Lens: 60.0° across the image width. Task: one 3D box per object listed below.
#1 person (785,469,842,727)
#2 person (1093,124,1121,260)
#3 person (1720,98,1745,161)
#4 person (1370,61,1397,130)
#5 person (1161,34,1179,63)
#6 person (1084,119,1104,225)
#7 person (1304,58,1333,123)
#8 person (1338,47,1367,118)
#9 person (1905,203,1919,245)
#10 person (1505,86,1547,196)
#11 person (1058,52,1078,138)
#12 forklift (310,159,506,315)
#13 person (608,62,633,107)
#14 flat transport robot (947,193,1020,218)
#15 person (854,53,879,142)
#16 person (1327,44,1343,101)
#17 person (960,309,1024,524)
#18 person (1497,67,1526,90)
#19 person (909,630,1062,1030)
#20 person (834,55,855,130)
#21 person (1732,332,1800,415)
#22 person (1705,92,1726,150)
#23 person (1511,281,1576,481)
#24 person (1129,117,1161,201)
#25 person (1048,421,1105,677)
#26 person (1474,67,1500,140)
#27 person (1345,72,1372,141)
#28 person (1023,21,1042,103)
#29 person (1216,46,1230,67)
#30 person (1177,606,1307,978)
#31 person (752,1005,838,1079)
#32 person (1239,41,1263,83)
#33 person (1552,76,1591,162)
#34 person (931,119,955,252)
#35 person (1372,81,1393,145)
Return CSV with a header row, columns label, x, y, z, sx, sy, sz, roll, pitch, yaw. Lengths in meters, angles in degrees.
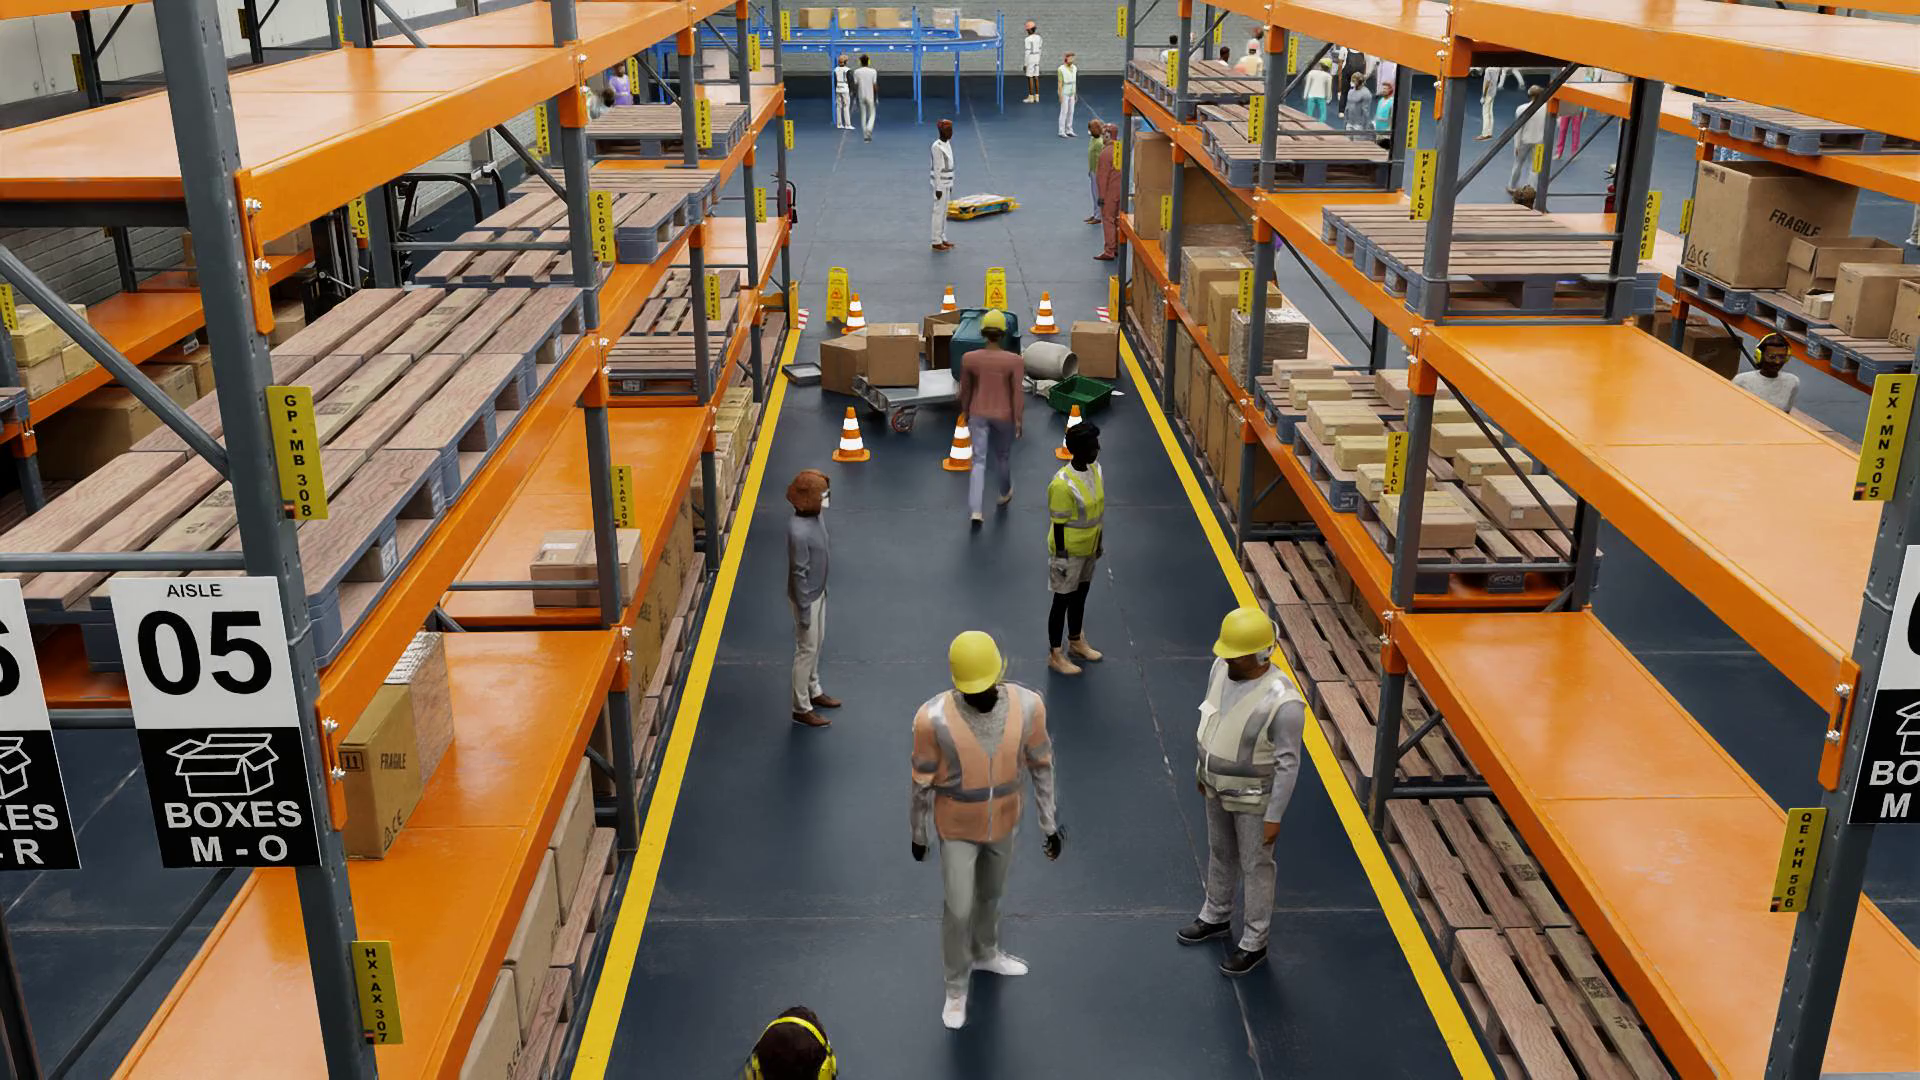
label,x,y,z,sx,sy,sz,roll,pitch,yaw
person,-0.897,0.342,10.032,0.287,1.623,0.507,3,21,7
person,2.122,-4.945,23.634,0.395,1.898,0.638,12,24,28
person,15.286,-8.363,32.651,0.391,1.911,0.584,-15,25,-34
person,9.449,-9.970,36.924,0.868,1.893,0.602,-15,26,-35
person,5.086,-11.109,39.859,0.609,1.935,0.720,1,21,3
person,2.140,-5.822,26.323,0.288,1.629,0.501,-3,21,-8
person,7.765,-9.593,36.170,0.636,1.719,0.318,6,22,16
person,9.418,-11.160,39.852,0.689,2.000,0.539,-1,21,-3
person,14.396,-5.247,24.653,0.486,1.738,0.320,3,21,9
person,9.793,-6.854,28.670,0.643,1.905,0.862,1,21,2
person,2.334,-9.723,36.349,0.403,1.831,0.572,17,27,38
forklift,-5.622,-2.910,17.832,2.313,2.155,1.214,-1,21,-1
person,-6.842,-8.826,33.997,0.605,1.801,0.908,-17,27,-38
flat transport robot,0.293,-5.514,27.391,0.652,0.197,1.431,16,26,37
person,-2.012,-9.475,35.652,0.533,1.859,0.395,3,21,7
person,9.870,-12.467,43.313,0.609,2.036,0.402,0,21,1
person,0.252,-1.010,13.471,0.532,1.720,0.910,3,21,8
person,15.372,-13.382,46.184,0.863,1.717,0.559,-2,21,-6
person,0.092,1.224,7.333,0.633,1.898,0.524,-9,22,-22
person,-2.649,-10.174,37.801,0.514,1.642,0.310,16,26,36
person,5.839,-0.613,12.214,0.535,1.869,0.312,-1,21,-2
person,15.587,-8.923,34.418,0.540,1.695,0.317,-5,21,-13
person,5.062,-1.448,14.314,0.615,1.943,0.409,0,21,-1
person,3.119,-6.702,28.348,0.624,1.844,0.429,-6,22,-16
person,0.749,0.043,10.724,0.320,1.693,0.534,14,25,32
person,11.419,-9.602,35.973,0.324,1.871,0.526,18,27,39
person,7.330,-7.676,30.807,0.383,1.929,0.635,-9,22,-22
person,1.843,-12.348,43.002,0.389,2.034,0.605,16,26,37
person,5.748,-9.932,36.797,0.405,1.908,0.599,-6,22,-16
person,1.284,1.137,7.651,0.403,1.823,0.587,-12,24,-28
person,-0.428,2.190,4.903,0.558,1.799,1.032,7,22,18
person,6.674,-10.502,38.308,0.545,1.909,0.865,1,21,3
person,12.127,-8.523,32.942,0.622,1.996,0.370,13,24,31
person,-0.252,-5.166,24.226,0.337,1.882,0.585,5,21,13
person,7.642,-7.302,29.928,0.390,1.843,0.591,-5,21,-13
